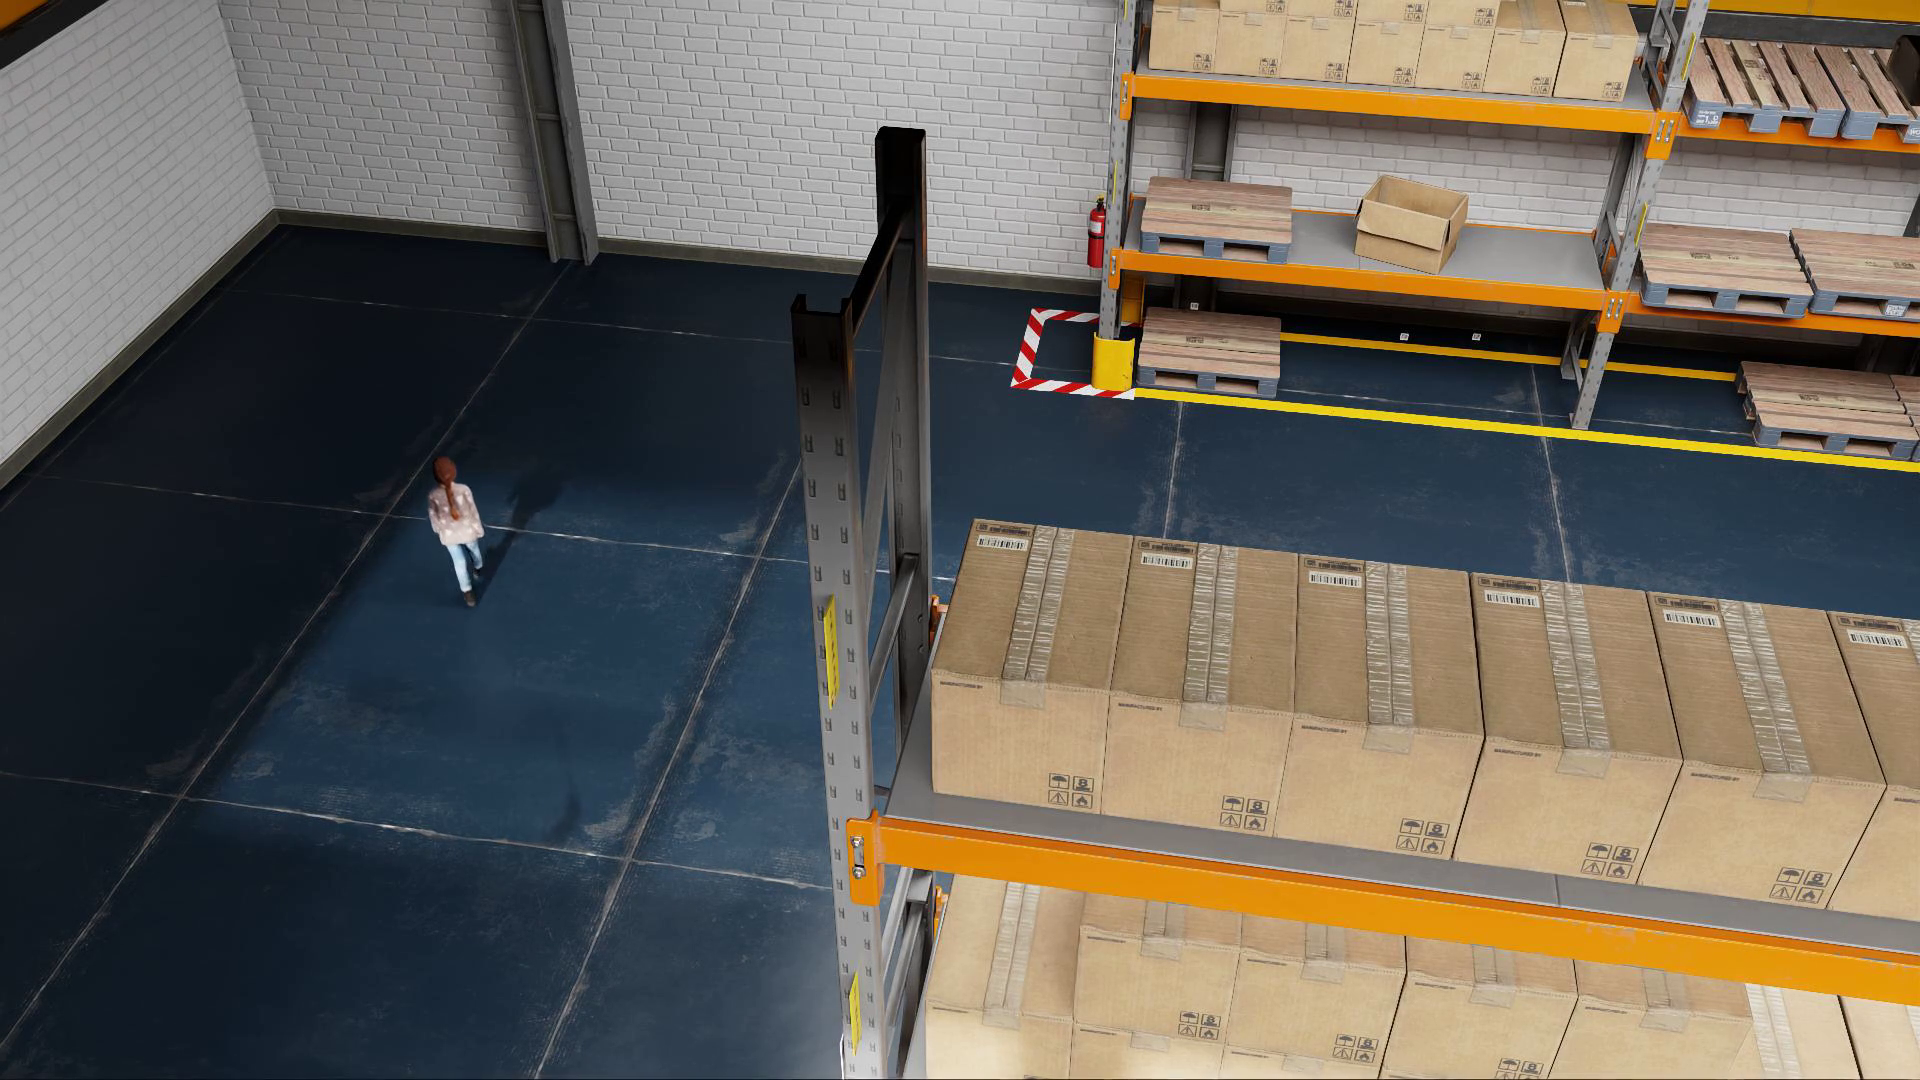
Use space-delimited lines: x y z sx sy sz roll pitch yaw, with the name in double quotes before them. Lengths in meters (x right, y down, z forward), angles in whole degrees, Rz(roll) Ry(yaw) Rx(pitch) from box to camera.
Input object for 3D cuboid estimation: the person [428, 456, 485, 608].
"person" -3.564 -0.032 11.828 0.752 1.173 0.744 -11 40 -14
